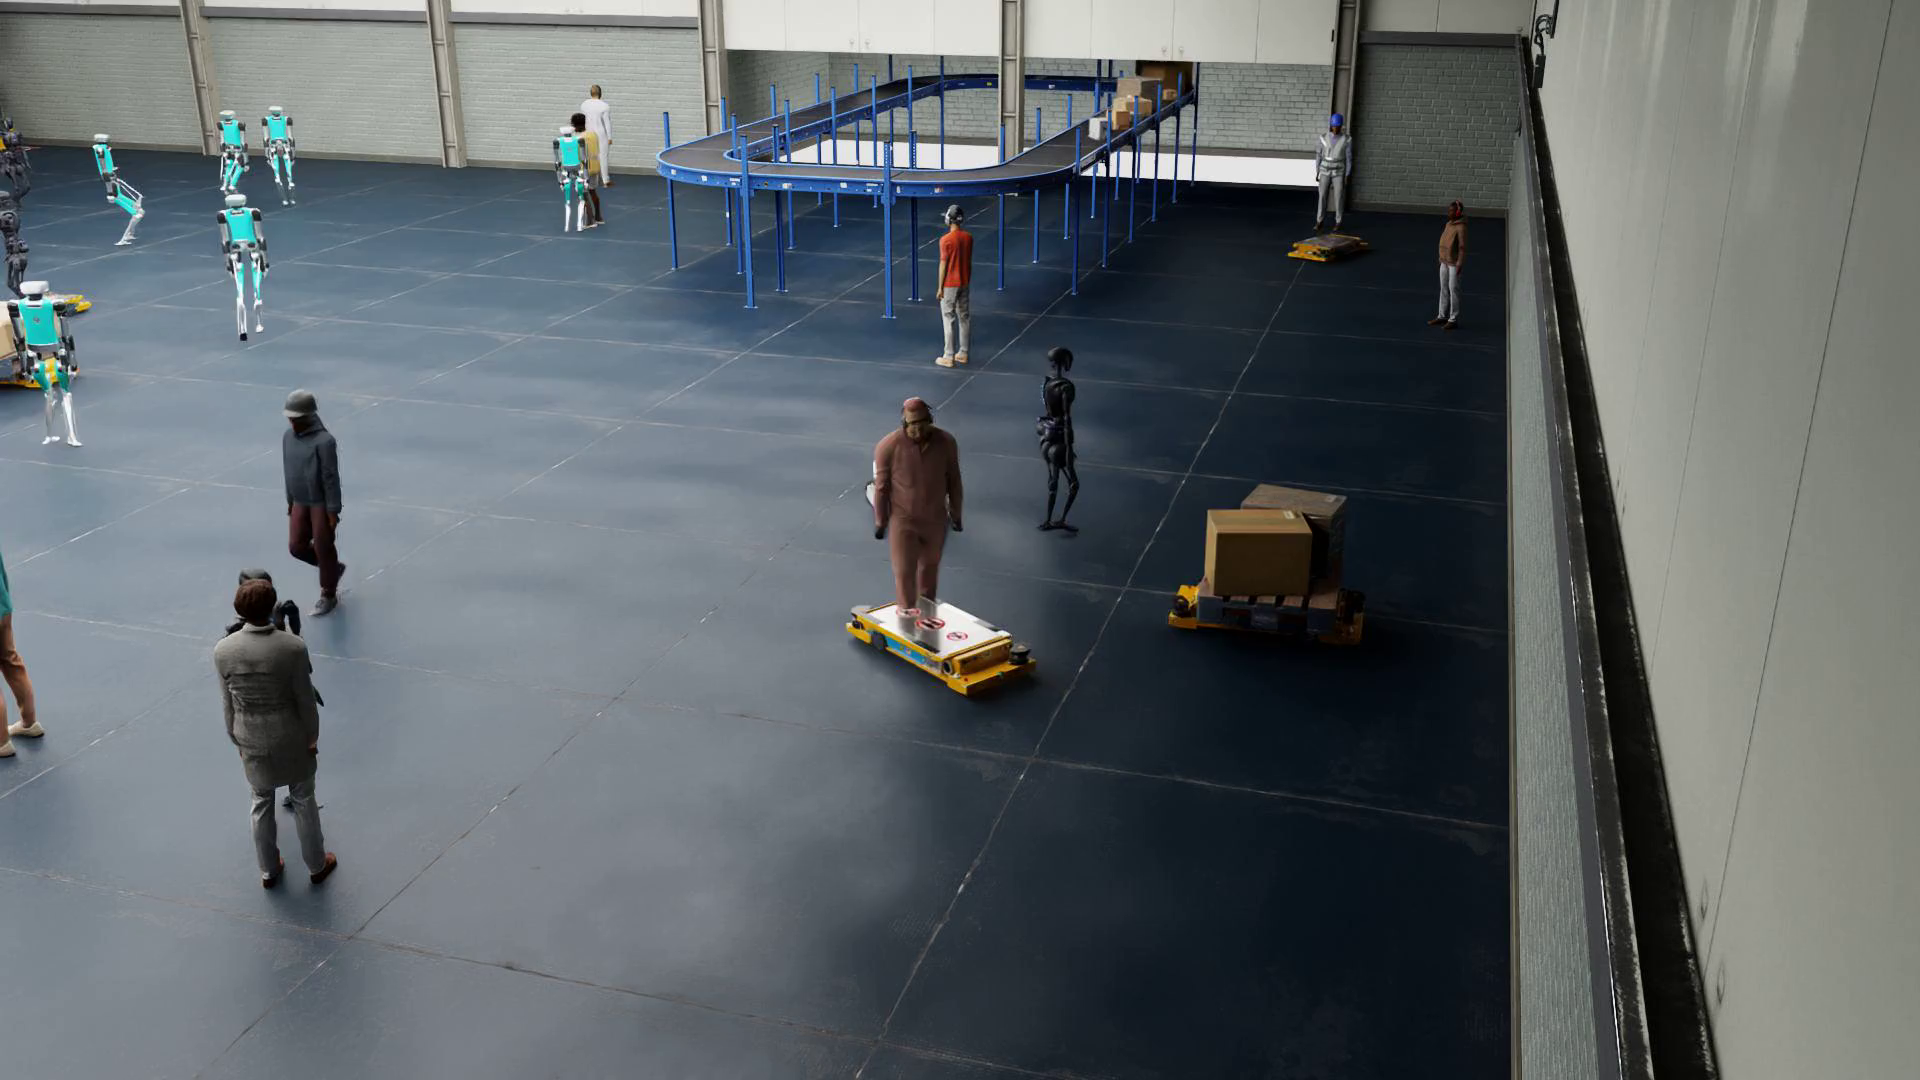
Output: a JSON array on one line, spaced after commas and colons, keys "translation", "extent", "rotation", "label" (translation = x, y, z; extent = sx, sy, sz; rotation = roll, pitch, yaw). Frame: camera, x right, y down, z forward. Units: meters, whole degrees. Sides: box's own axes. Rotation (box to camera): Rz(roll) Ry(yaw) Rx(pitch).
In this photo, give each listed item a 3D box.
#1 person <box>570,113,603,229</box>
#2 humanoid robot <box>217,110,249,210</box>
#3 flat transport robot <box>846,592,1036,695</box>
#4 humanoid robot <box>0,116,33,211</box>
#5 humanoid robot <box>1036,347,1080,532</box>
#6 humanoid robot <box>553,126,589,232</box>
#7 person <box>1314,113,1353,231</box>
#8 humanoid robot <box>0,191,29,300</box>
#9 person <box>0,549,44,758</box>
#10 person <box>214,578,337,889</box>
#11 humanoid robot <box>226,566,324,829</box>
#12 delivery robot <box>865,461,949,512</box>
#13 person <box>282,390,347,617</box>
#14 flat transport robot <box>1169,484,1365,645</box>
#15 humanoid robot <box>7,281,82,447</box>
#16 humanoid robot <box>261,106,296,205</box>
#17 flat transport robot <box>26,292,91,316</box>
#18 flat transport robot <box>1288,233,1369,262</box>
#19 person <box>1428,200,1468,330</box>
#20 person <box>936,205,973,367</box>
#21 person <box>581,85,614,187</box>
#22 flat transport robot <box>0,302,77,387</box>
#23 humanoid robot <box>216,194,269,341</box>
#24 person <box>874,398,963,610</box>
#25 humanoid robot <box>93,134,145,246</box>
[{"translation": [-6.284, -6.262, 28.128], "extent": [0.510, 1.923, 0.673], "rotation": [10, 23, 24], "label": "person"}, {"translation": [-12.907, -6.610, 29.368], "extent": [0.531, 1.851, 0.701], "rotation": [5, 22, 13], "label": "humanoid robot"}, {"translation": [-0.158, 0.740, 12.258], "extent": [0.659, 0.231, 1.431], "rotation": [-17, 27, -36], "label": "flat transport robot"}, {"translation": [-16.881, -6.702, 29.599], "extent": [0.394, 1.639, 0.609], "rotation": [8, 22, 19], "label": "humanoid robot"}, {"translation": [0.848, -0.872, 14.498], "extent": [0.360, 1.648, 0.603], "rotation": [-6, 22, -16], "label": "humanoid robot"}, {"translation": [-6.447, -5.986, 27.732], "extent": [0.544, 1.845, 0.655], "rotation": [-4, 21, -10], "label": "humanoid robot"}, {"translation": [6.242, -6.150, 27.823], "extent": [0.594, 1.940, 0.419], "rotation": [9, 23, 21], "label": "person"}, {"translation": [-12.545, -3.792, 22.055], "extent": [0.325, 1.651, 0.608], "rotation": [-16, 26, -36], "label": "humanoid robot"}, {"translation": [-6.291, 0.496, 10.674], "extent": [0.372, 1.867, 0.519], "rotation": [3, 21, 8], "label": "person"}, {"translation": [-3.792, 1.081, 9.222], "extent": [0.493, 1.825, 0.362], "rotation": [-2, 21, -6], "label": "person"}, {"translation": [-4.076, 0.915, 9.841], "extent": [0.334, 1.651, 0.589], "rotation": [10, 23, 25], "label": "humanoid robot"}, {"translation": [-0.470, -0.529, 15.154], "extent": [0.770, 0.595, 0.499], "rotation": [20, 28, 41], "label": "delivery robot"}, {"translation": [-4.986, -0.307, 12.845], "extent": [0.558, 1.792, 0.445], "rotation": [9, 23, 21], "label": "person"}, {"translation": [2.370, 0.532, 12.797], "extent": [1.431, 0.231, 0.659], "rotation": [6, 22, 14], "label": "flat transport robot"}, {"translation": [-9.153, -1.783, 16.785], "extent": [0.587, 1.789, 0.826], "rotation": [-6, 22, -15], "label": "humanoid robot"}, {"translation": [-12.253, -6.903, 30.060], "extent": [0.565, 1.787, 0.847], "rotation": [-10, 23, -24], "label": "humanoid robot"}, {"translation": [-12.258, -3.016, 21.999], "extent": [0.659, 0.231, 1.431], "rotation": [3, 21, 9], "label": "flat transport robot"}, {"translation": [5.787, -4.583, 26.064], "extent": [0.659, 0.231, 1.431], "rotation": [17, 27, 37], "label": "flat transport robot"}, {"translation": [6.355, -3.553, 21.465], "extent": [0.312, 1.651, 0.470], "rotation": [-6, 22, -16], "label": "person"}, {"translation": [-0.074, -3.021, 19.754], "extent": [0.478, 1.907, 0.413], "rotation": [-17, 27, -38], "label": "person"}, {"translation": [-6.985, -7.785, 32.072], "extent": [0.622, 1.931, 0.366], "rotation": [8, 22, 19], "label": "person"}, {"translation": [-11.099, -1.950, 19.236], "extent": [1.431, 0.231, 0.659], "rotation": [2, 21, 5], "label": "flat transport robot"}, {"translation": [-9.048, -3.387, 21.009], "extent": [0.550, 1.834, 0.865], "rotation": [-5, 22, -12], "label": "humanoid robot"}, {"translation": [-0.309, -0.189, 12.460], "extent": [0.681, 1.874, 0.578], "rotation": [-7, 22, -18], "label": "person"}, {"translation": [-13.394, -5.631, 26.664], "extent": [0.682, 1.749, 0.545], "rotation": [-7, 22, -18], "label": "humanoid robot"}]
